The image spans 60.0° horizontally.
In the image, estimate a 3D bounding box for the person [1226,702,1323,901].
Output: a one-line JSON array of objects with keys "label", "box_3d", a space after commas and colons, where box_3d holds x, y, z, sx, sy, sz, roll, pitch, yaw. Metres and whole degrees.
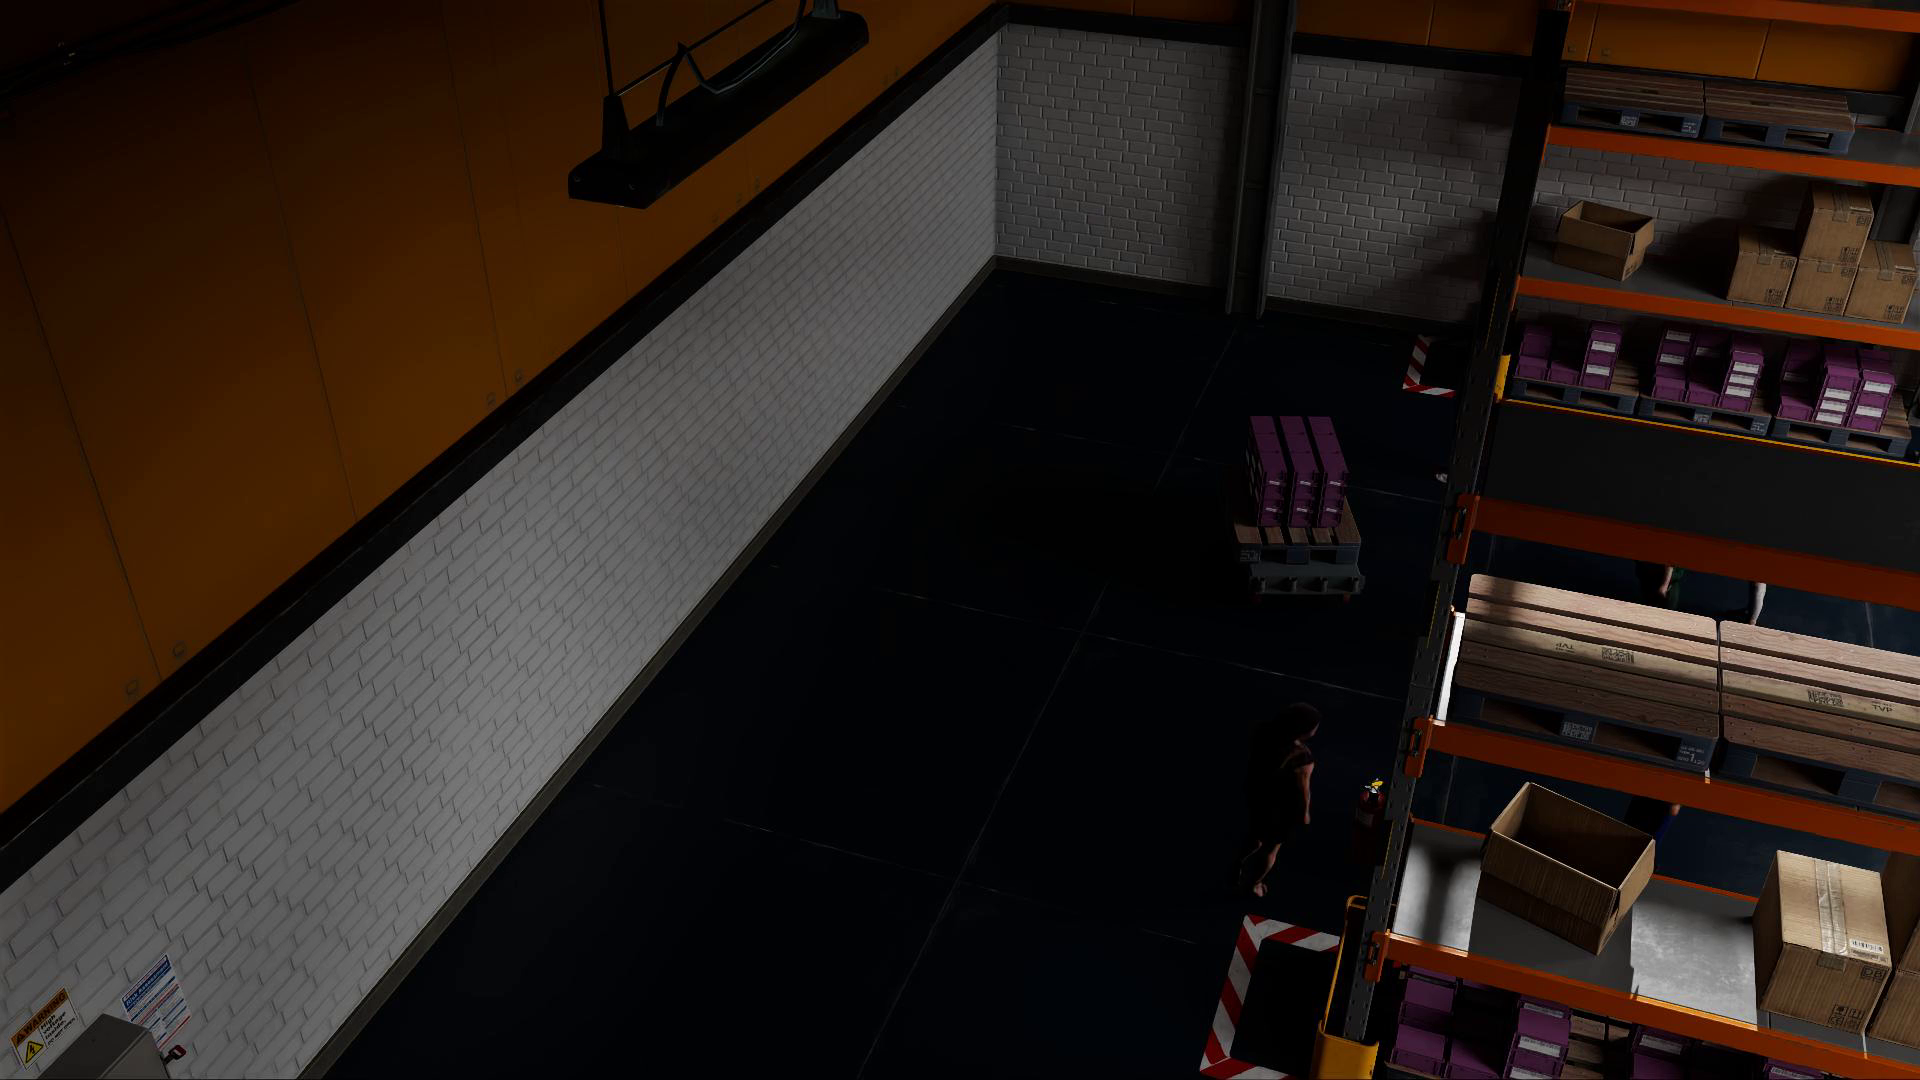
[{"label": "person", "box_3d": [1.929, 1.711, 10.477, 0.883, 1.691, 0.818, -21, 39, -28]}]

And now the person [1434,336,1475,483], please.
[{"label": "person", "box_3d": [4.593, -1.198, 15.047, 0.526, 1.477, 0.579, 16, 37, 22]}]
